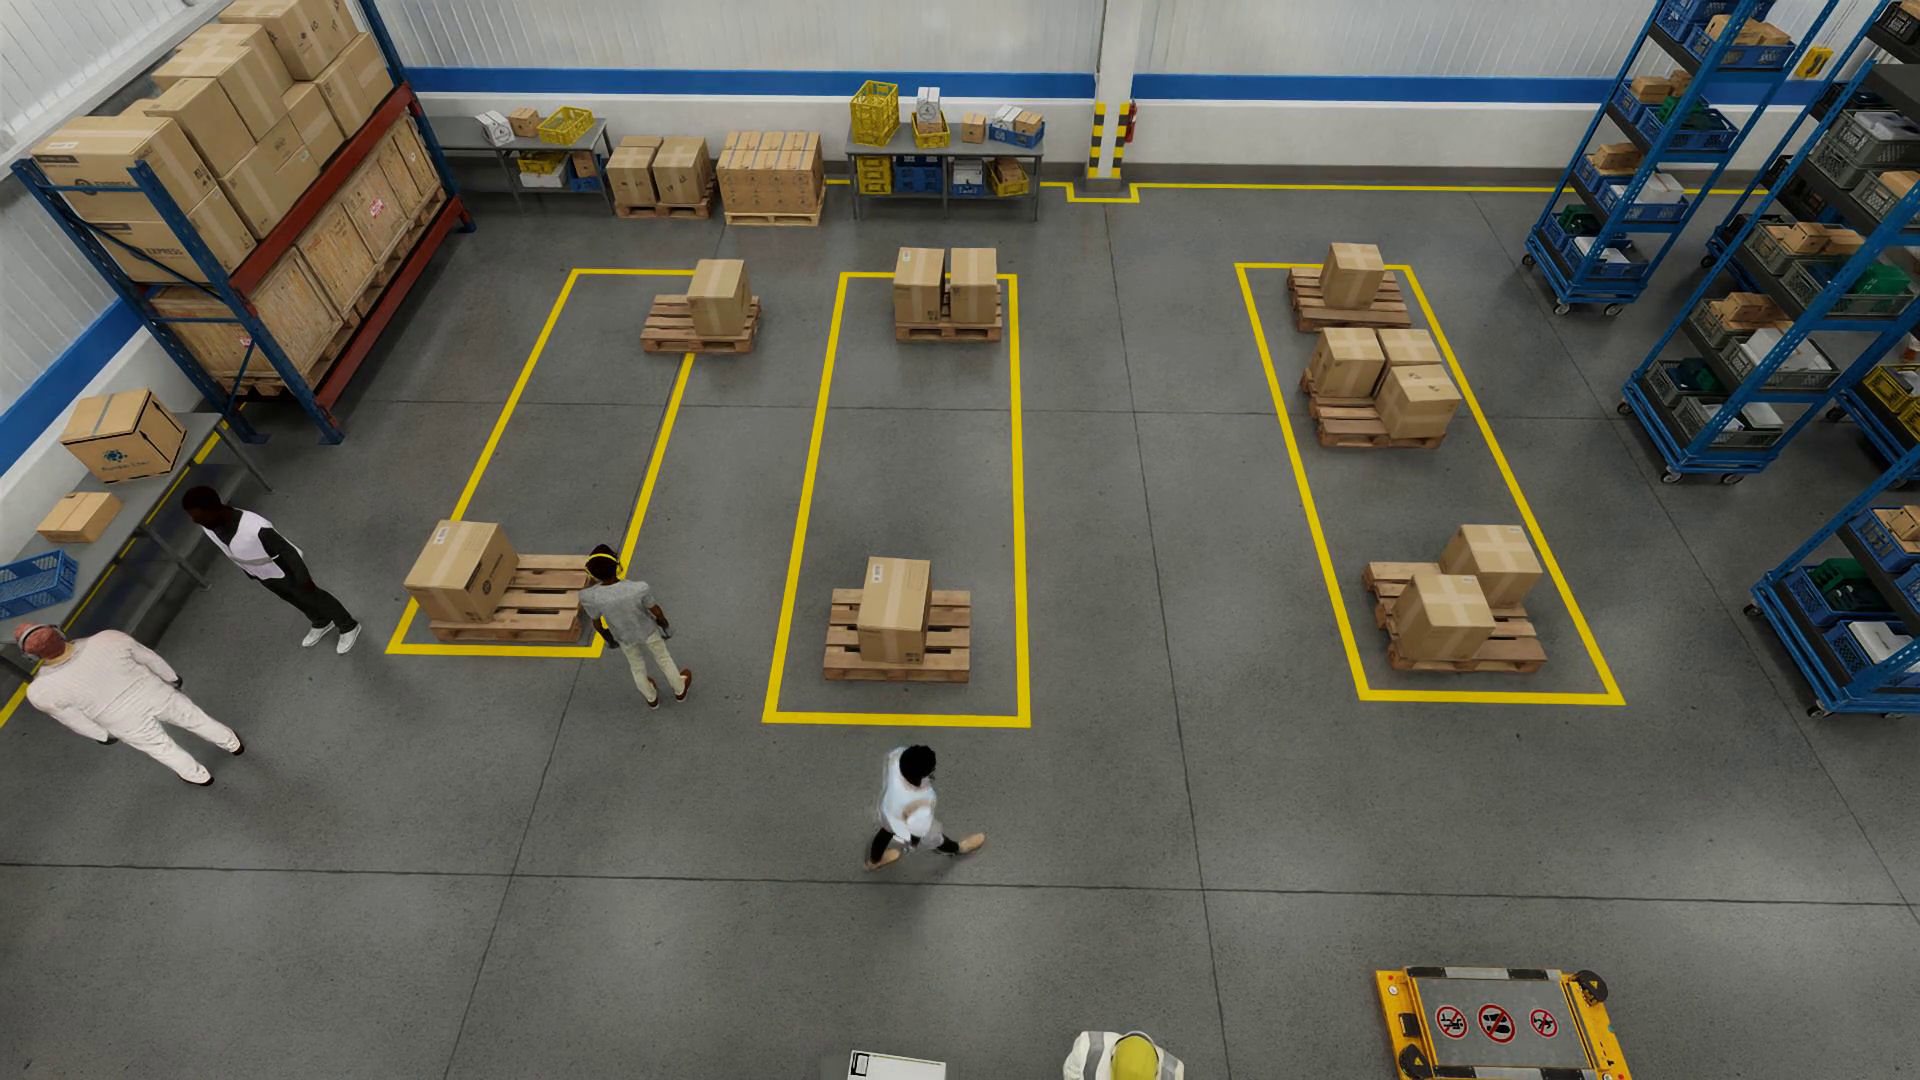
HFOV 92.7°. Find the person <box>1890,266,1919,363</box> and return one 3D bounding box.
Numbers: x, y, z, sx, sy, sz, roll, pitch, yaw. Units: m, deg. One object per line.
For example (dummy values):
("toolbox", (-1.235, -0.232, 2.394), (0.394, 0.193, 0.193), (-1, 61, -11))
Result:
("person", (10.683, -2.921, 9.796), (0.616, 1.922, 0.923), (7, 51, 6))

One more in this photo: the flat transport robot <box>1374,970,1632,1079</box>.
("flat transport robot", (3.501, 3.133, 5.914), (1.431, 0.197, 0.652), (1, 51, 1))

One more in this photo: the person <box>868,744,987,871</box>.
("person", (-0.272, 1.793, 6.126), (0.892, 1.638, 0.537), (-20, 54, -15))

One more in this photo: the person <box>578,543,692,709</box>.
("person", (-2.439, 0.675, 6.894), (0.514, 1.872, 0.328), (-11, 52, -9))

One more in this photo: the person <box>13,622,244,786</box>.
("person", (-5.865, 1.149, 6.481), (0.408, 1.913, 0.642), (21, 54, 16))

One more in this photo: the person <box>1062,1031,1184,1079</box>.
("person", (0.840, 3.014, 5.010), (0.590, 1.833, 0.404), (9, 51, 8))

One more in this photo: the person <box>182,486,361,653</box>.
("person", (-5.399, 0.223, 7.231), (0.596, 1.916, 0.372), (11, 52, 9))
